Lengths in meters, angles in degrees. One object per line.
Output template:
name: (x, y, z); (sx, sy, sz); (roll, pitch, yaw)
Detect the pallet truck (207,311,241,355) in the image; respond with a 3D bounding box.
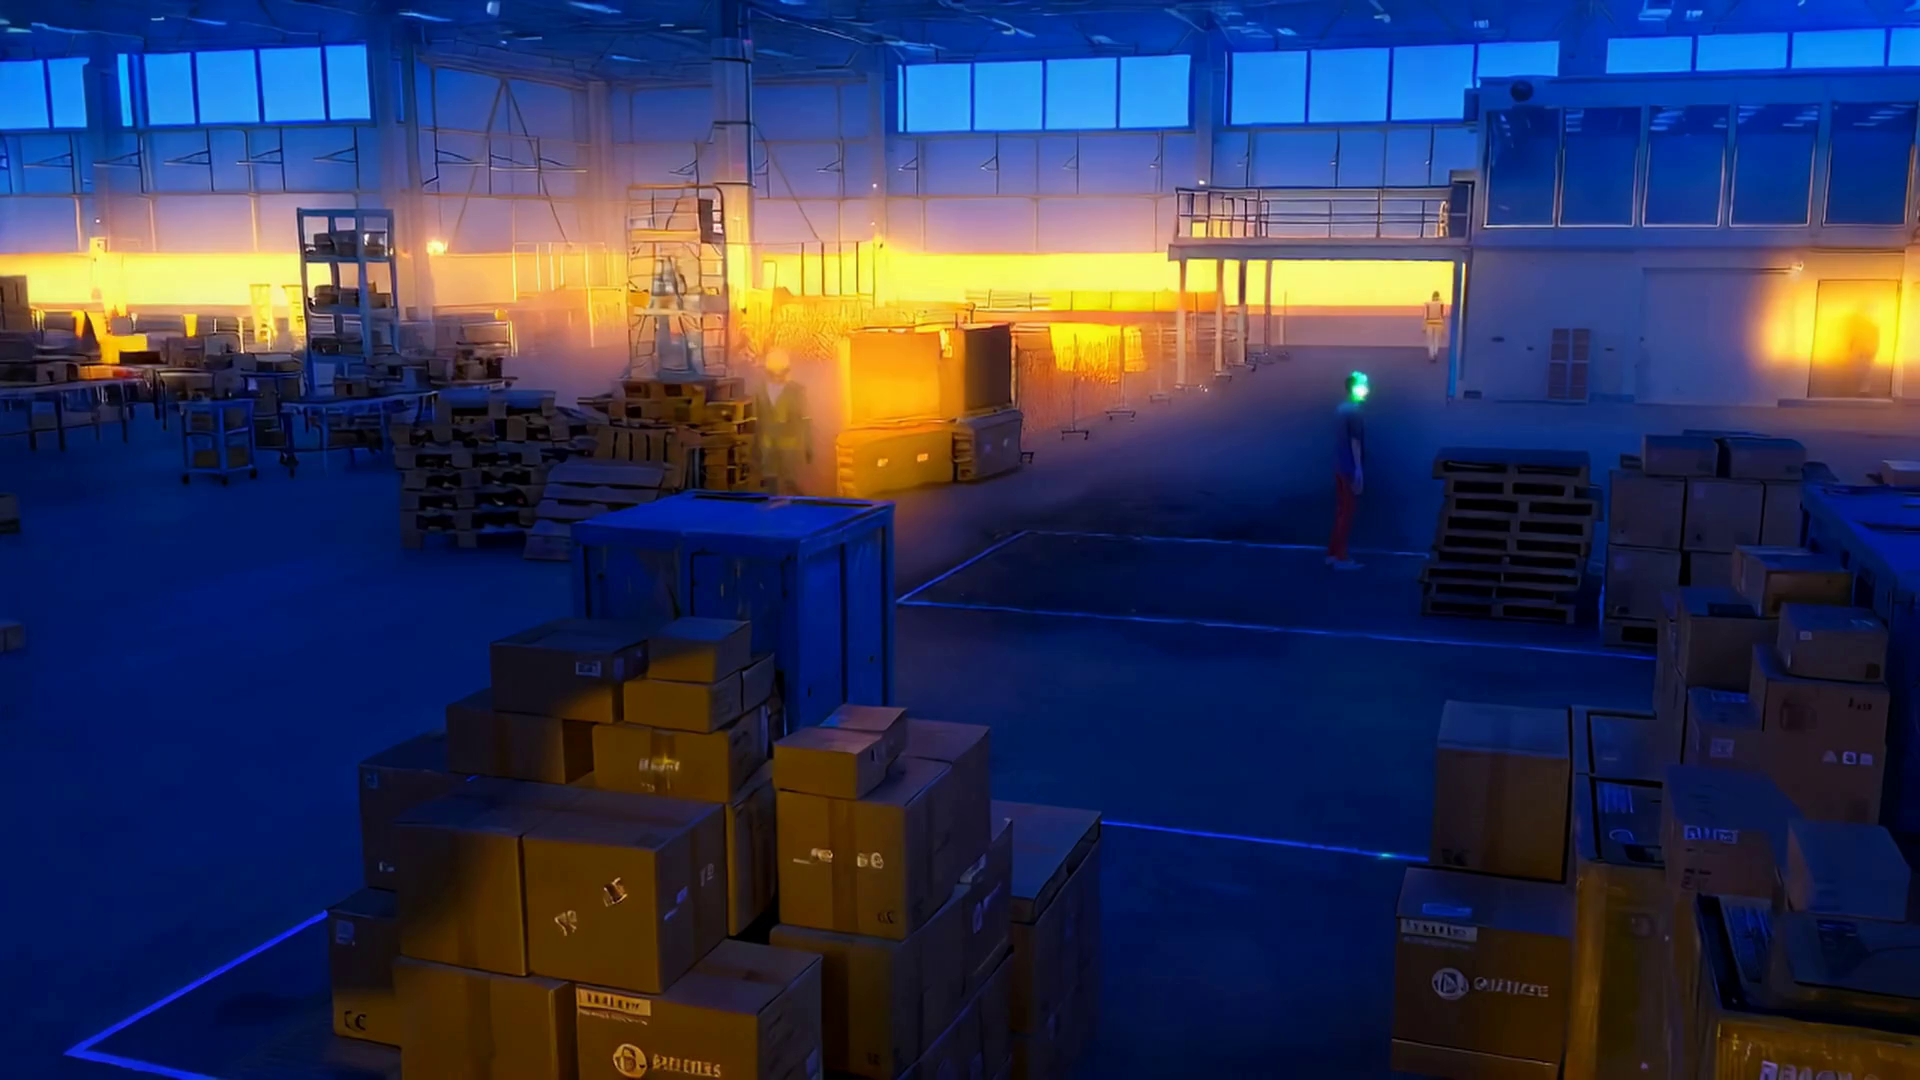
pallet truck: (-19.537, -5.575, 44.913); (0.653, 1.274, 1.630); (3, 11, 19)

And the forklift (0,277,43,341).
forklift: (-27.151, -6.329, 46.328); (1.157, 1.987, 2.680); (3, 11, 17)

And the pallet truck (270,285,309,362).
pallet truck: (-17.147, -5.700, 43.663); (0.823, 1.965, 1.885); (3, 11, 17)

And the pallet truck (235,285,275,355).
pallet truck: (-18.327, -5.835, 44.421); (0.823, 1.965, 1.885); (4, 11, 23)

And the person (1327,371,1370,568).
person: (3.673, -0.659, 15.675); (0.328, 1.861, 0.500); (-2, 10, -10)

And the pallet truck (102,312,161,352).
pallet truck: (-23.057, -5.777, 46.261); (0.680, 1.201, 1.601); (3, 11, 19)

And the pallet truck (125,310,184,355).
pallet truck: (-22.038, -5.665, 45.457); (0.704, 1.261, 1.522); (3, 11, 17)

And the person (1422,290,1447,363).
person: (12.187, -5.473, 42.729); (0.602, 1.872, 0.412); (3, 11, 18)

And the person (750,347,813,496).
person: (-1.797, -0.987, 17.067); (0.642, 2.018, 0.664); (4, 11, 24)
